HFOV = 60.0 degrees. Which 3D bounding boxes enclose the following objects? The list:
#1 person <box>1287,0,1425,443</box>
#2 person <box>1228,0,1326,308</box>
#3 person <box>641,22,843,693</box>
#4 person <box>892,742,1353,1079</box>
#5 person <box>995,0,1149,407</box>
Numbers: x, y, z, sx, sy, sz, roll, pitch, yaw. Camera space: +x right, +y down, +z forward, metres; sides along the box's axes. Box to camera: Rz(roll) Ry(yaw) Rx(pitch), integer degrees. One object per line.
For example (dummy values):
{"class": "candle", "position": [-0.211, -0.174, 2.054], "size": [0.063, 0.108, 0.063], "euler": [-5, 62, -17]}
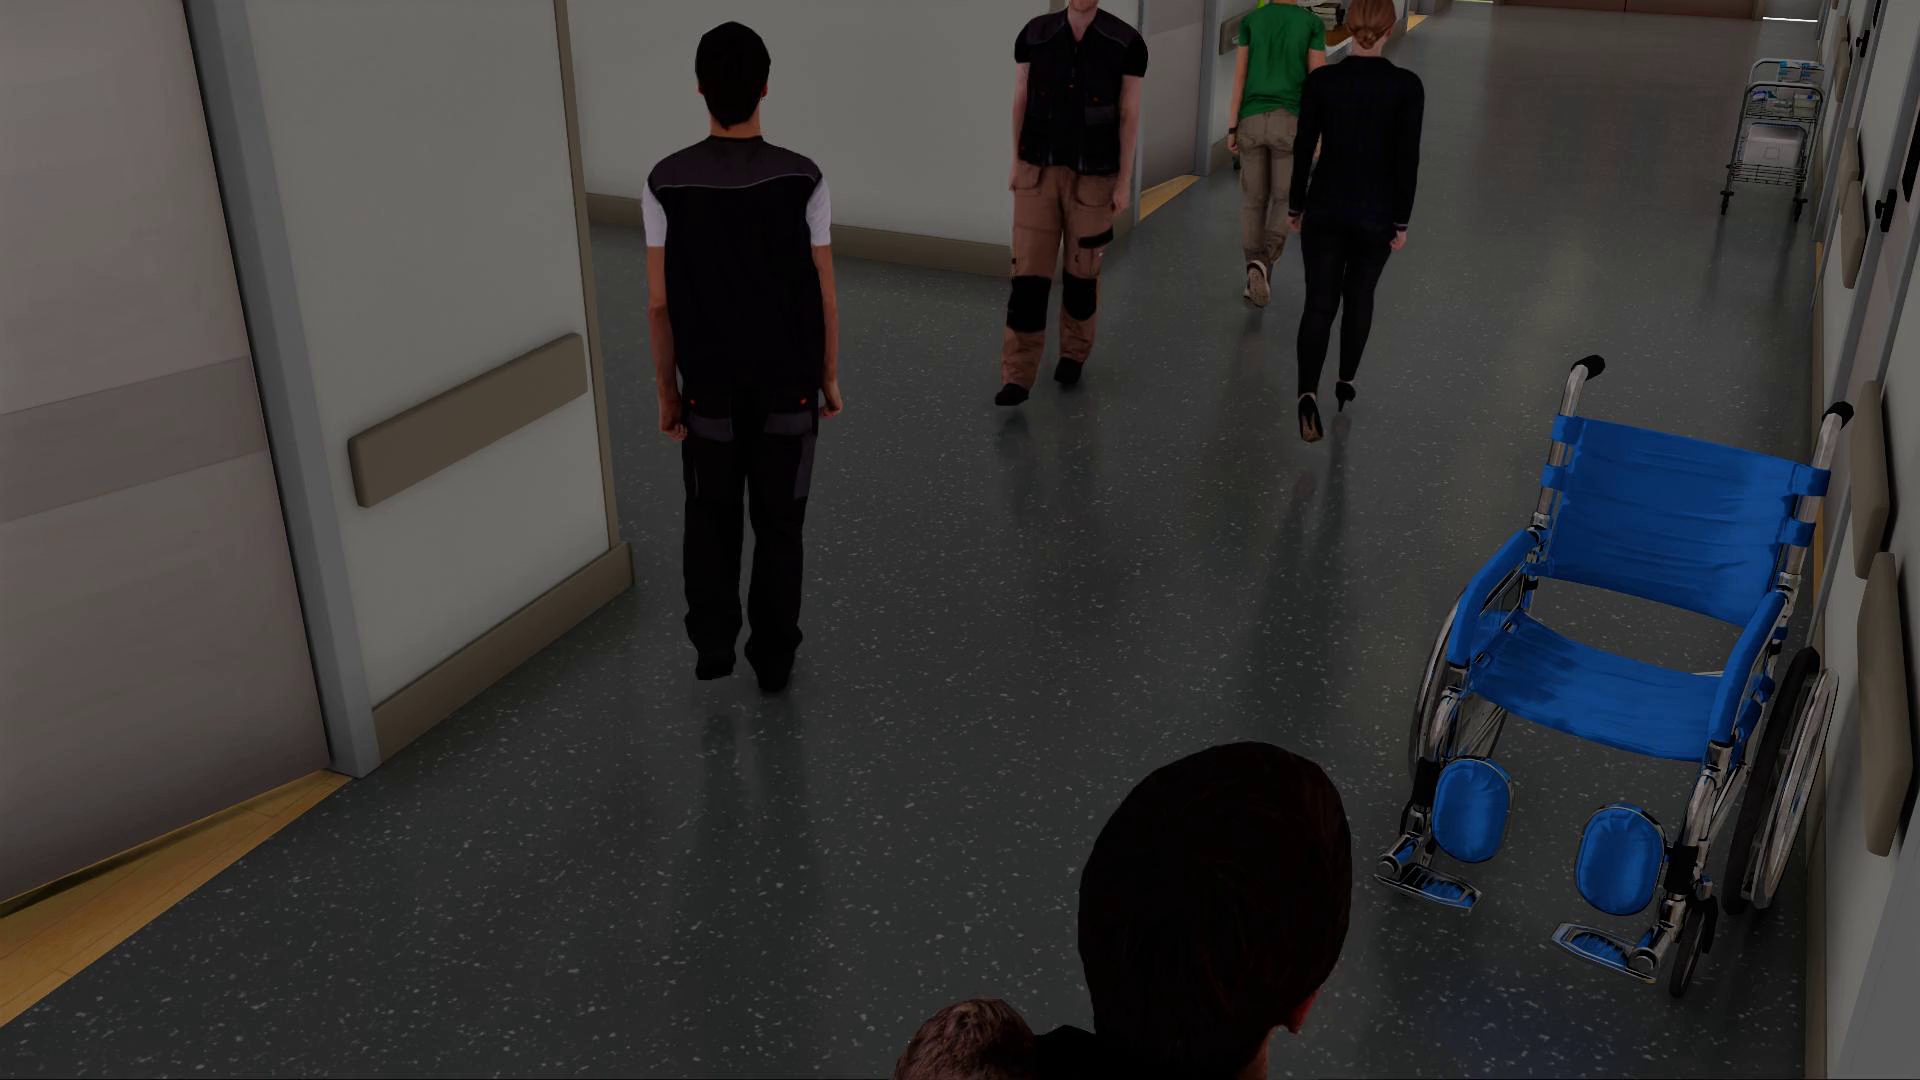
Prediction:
{"class": "person", "position": [1.427, -1.149, 6.176], "size": [0.689, 1.655, 1.066], "euler": [8, 27, 17]}
{"class": "person", "position": [1.434, -1.872, 7.709], "size": [0.637, 1.626, 0.933], "euler": [10, 27, 19]}
{"class": "person", "position": [-0.562, -0.385, 4.381], "size": [0.797, 1.839, 0.861], "euler": [0, 26, -1]}
{"class": "person", "position": [0.118, 1.048, 1.426], "size": [0.838, 1.825, 0.811], "euler": [5, 26, 10]}
{"class": "person", "position": [0.469, -1.480, 6.691], "size": [0.845, 1.806, 1.071], "euler": [6, 26, 13]}
